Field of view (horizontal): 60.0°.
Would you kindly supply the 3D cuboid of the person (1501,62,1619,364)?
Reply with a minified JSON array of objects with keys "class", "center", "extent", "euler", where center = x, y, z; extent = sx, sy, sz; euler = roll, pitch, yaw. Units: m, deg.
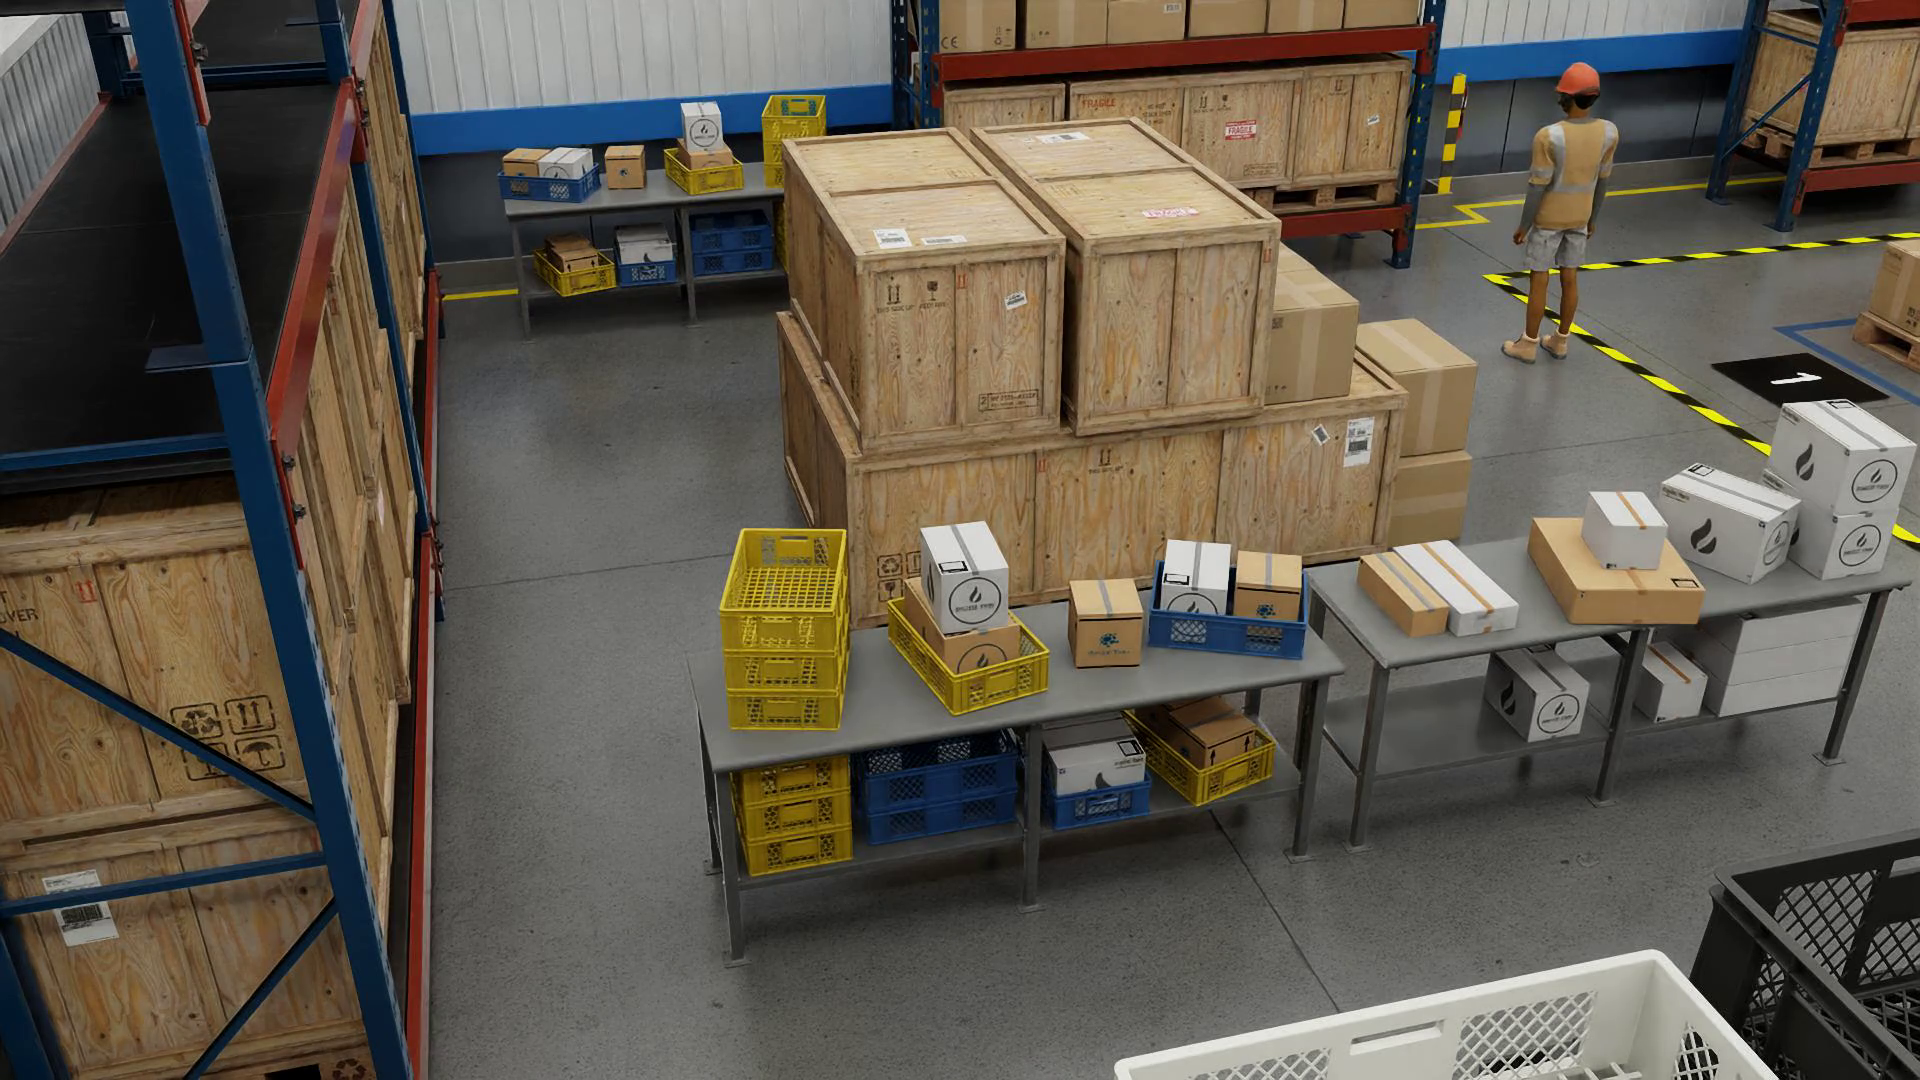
[{"class":"person","center":[4.045,-2.187,11.248],"extent":[0.604,2.046,0.373],"euler":[-7,30,-13]}]
